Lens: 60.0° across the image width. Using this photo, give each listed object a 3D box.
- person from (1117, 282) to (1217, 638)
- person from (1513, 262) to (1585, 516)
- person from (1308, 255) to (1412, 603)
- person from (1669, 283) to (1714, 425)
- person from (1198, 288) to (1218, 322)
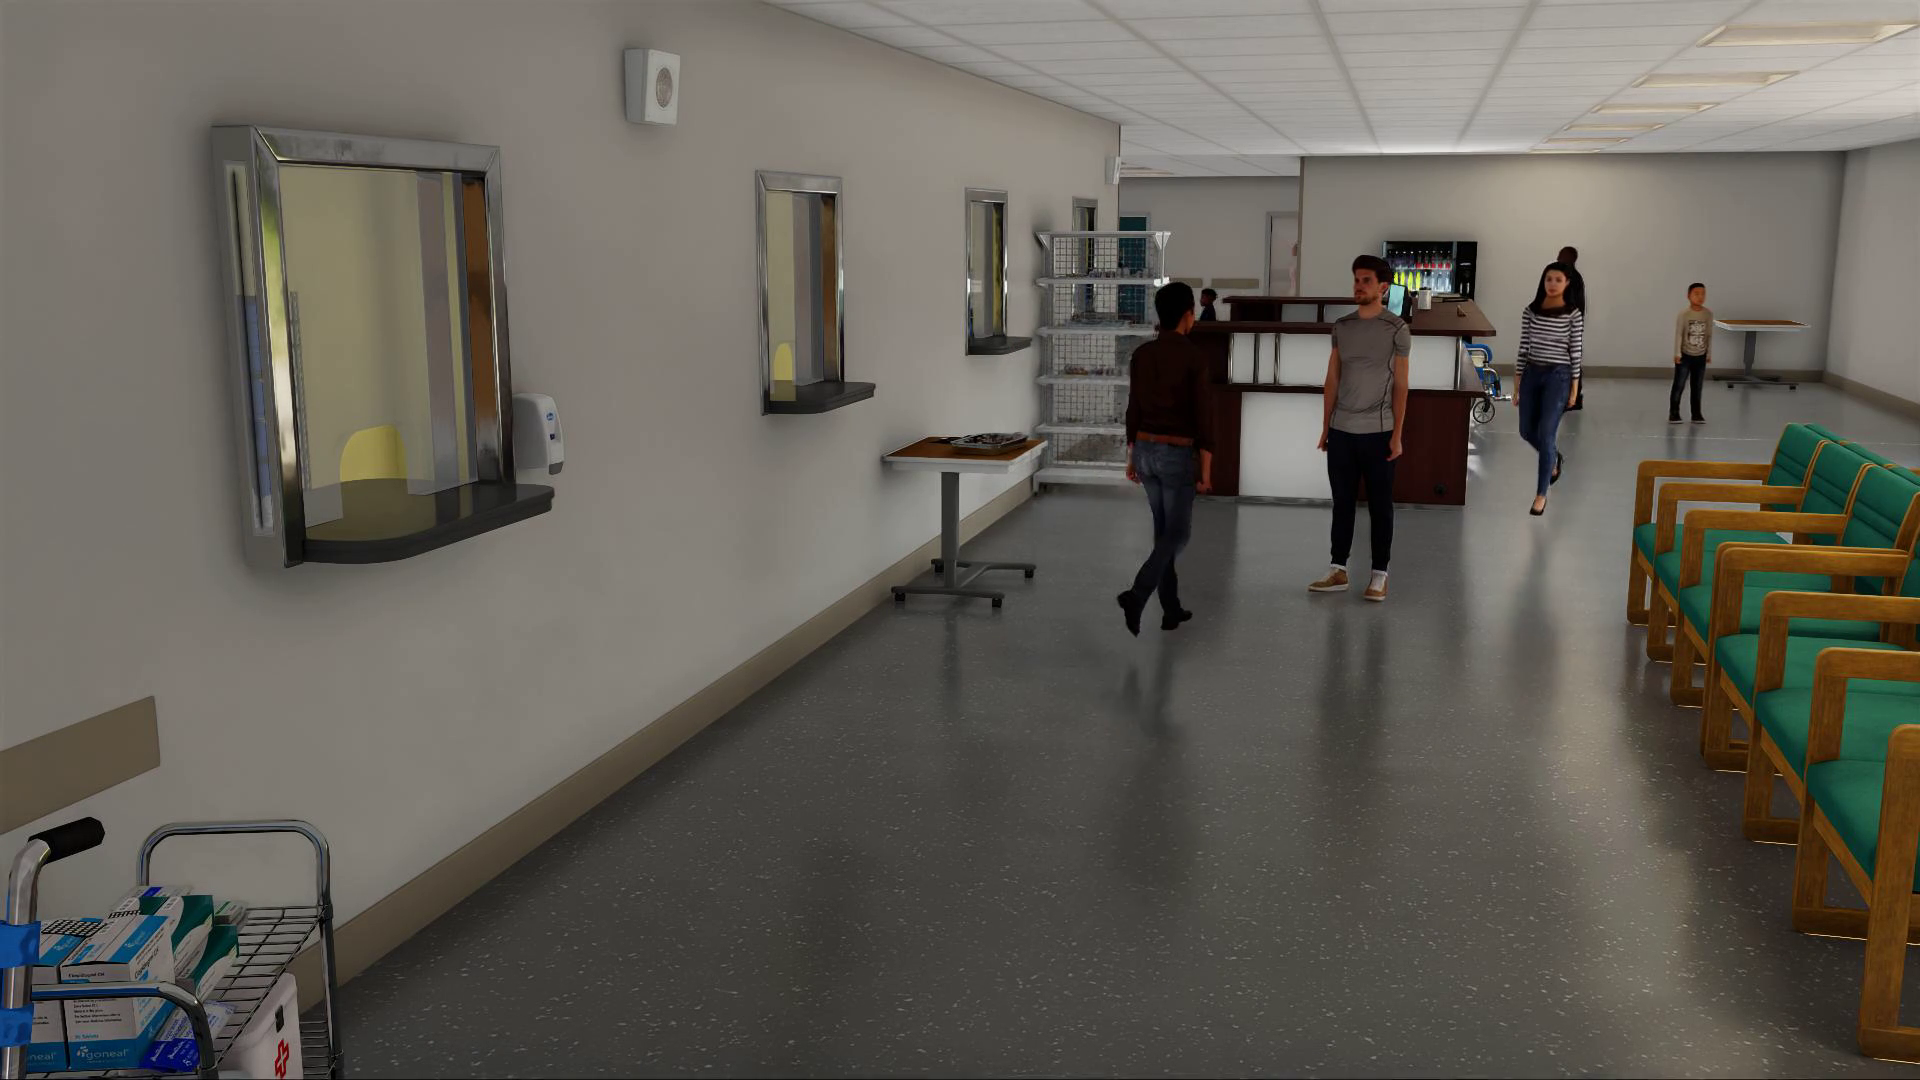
[{"bbox_3d":[0.978,-0.369,8.237,1.065,1.758,0.983,9,14,40],"label":"person"},{"bbox_3d":[4.190,-1.067,11.819,0.914,1.778,0.855,8,13,36],"label":"person"},{"bbox_3d":[2.239,-0.625,9.218,0.634,1.896,0.775,8,13,36],"label":"person"},{"bbox_3d":[7.609,-1.936,17.304,0.516,1.458,0.652,-1,11,-3],"label":"person"},{"bbox_3d":[3.229,-2.546,21.090,0.907,1.244,0.693,-1,11,-4],"label":"person"}]
